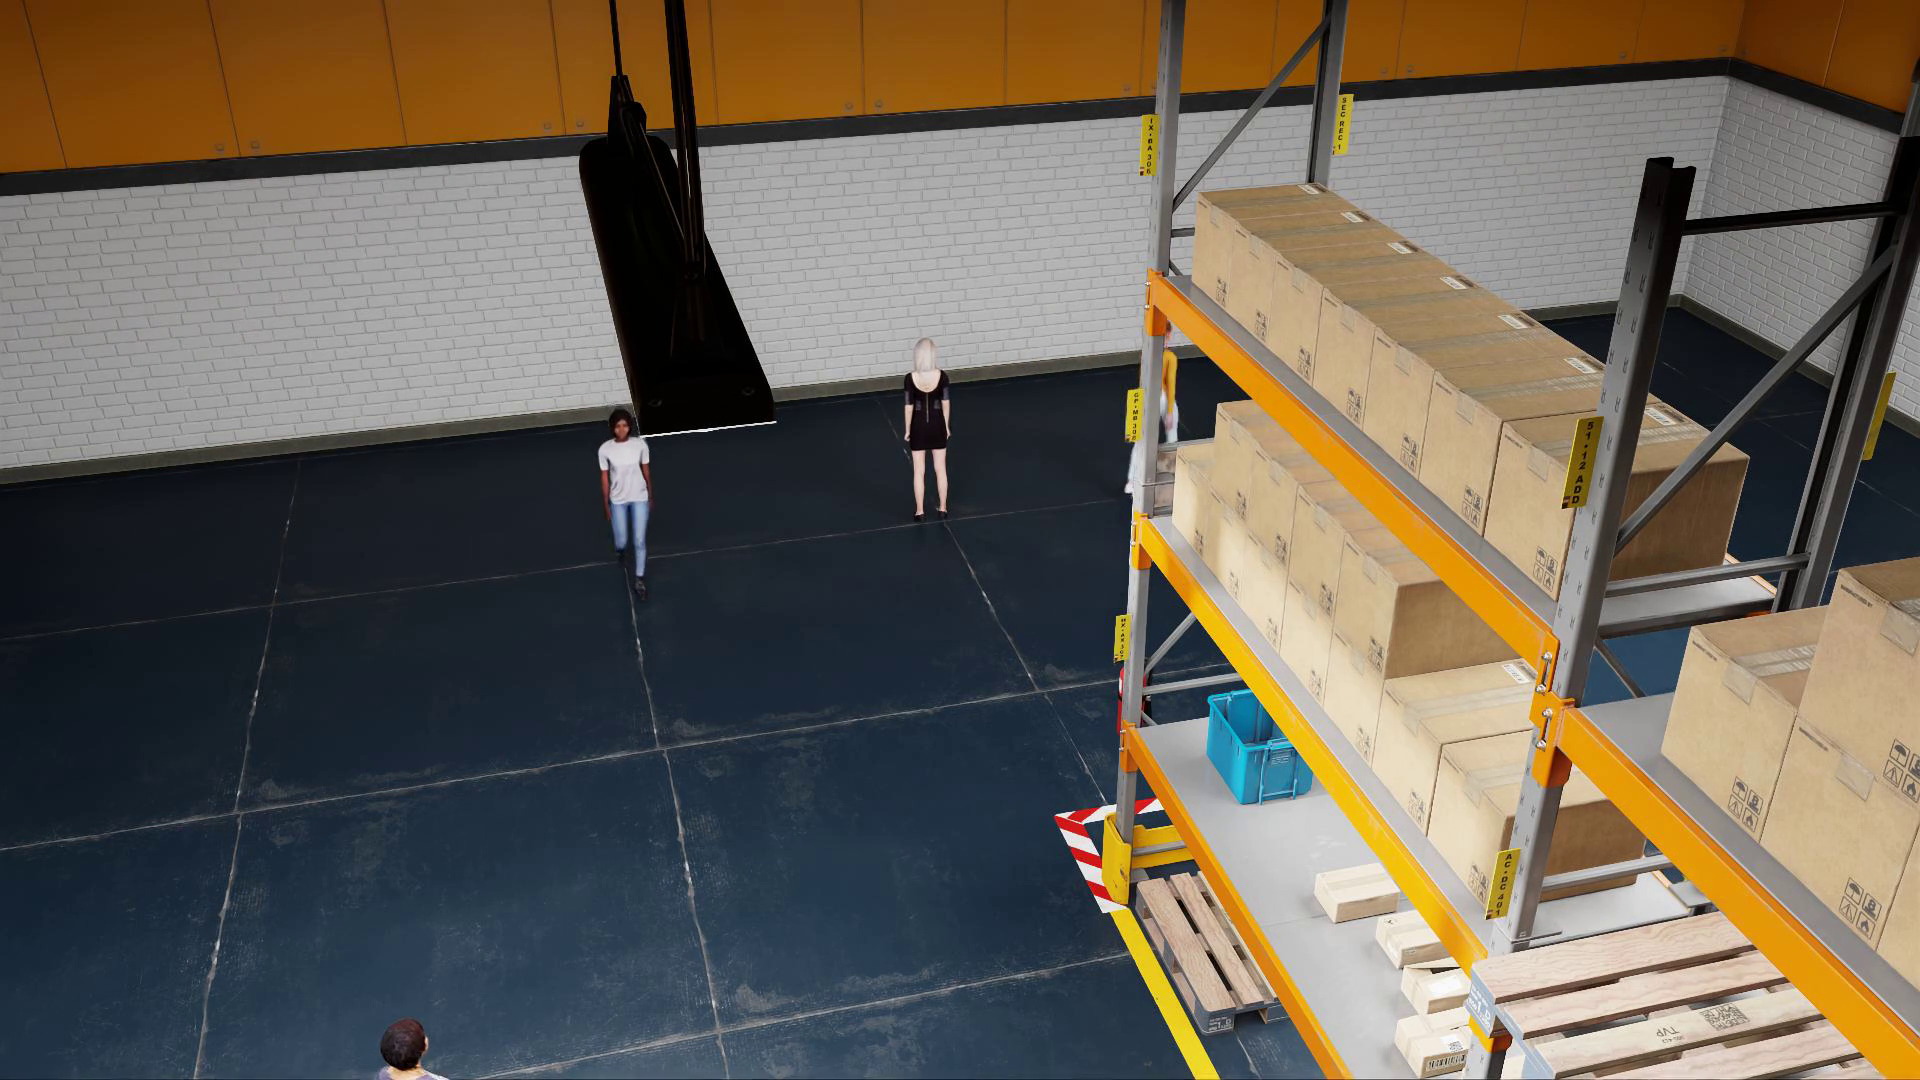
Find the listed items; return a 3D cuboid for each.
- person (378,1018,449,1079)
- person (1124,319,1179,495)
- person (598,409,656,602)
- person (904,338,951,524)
[{"bbox_3d":[-2.669,3.049,8.215,0.901,1.544,0.969,14,32,24],"label":"person"},{"bbox_3d":[1.816,-1.236,15.913,1.187,1.695,1.118,23,36,35],"label":"person"},{"bbox_3d":[-2.853,-0.348,14.273,0.605,1.706,0.873,-9,30,-16],"label":"person"},{"bbox_3d":[-0.299,-1.010,15.359,0.603,1.829,0.538,-3,29,-6],"label":"person"}]
